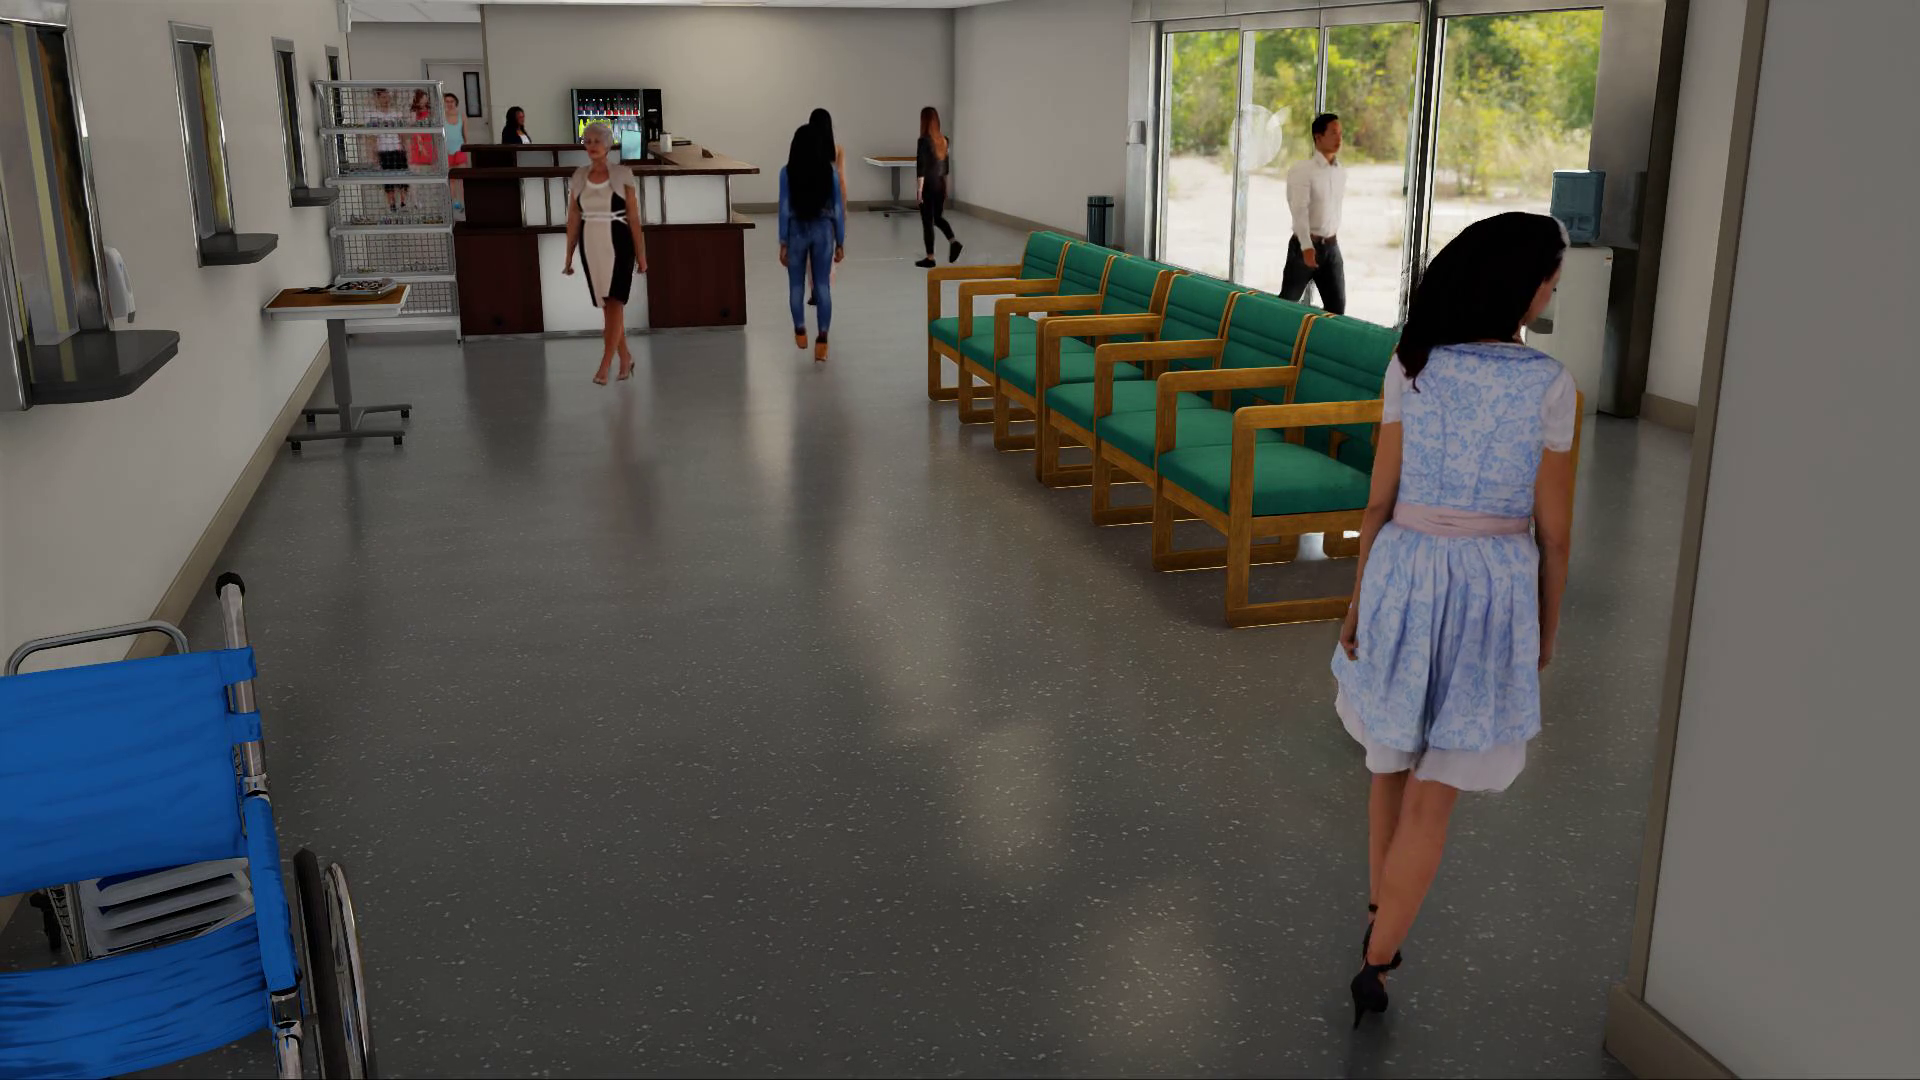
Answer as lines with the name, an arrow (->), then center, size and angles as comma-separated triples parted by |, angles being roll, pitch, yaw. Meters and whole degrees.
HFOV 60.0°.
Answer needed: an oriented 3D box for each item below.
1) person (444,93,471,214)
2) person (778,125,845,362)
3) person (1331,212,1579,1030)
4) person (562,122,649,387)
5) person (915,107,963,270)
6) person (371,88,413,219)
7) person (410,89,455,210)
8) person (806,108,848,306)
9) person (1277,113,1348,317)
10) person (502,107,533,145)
person -> -7.569, -5.765, 24.904 | 1.094, 1.726, 0.668 | -6, 17, -19
person -> -1.062, -2.083, 11.966 | 1.162, 1.660, 0.776 | -3, 16, -9
person -> 1.001, 0.249, 3.467 | 0.887, 1.783, 0.941 | 7, 17, 24
person -> -2.339, -1.912, 11.234 | 1.022, 1.728, 1.002 | 4, 16, 14
person -> -0.224, -3.770, 17.872 | 0.904, 1.704, 0.886 | 14, 21, 41
person -> -8.326, -5.646, 24.275 | 0.772, 1.840, 0.864 | -11, 19, -34
person -> -8.245, -5.919, 25.330 | 1.044, 1.793, 1.000 | 9, 18, 30
person -> -1.175, -2.797, 14.332 | 0.779, 1.750, 0.693 | -4, 16, -14
person -> 2.304, -1.926, 11.216 | 1.193, 1.765, 0.954 | -10, 18, -31
person -> -6.142, -5.088, 22.746 | 1.114, 1.595, 0.948 | 4, 16, 14
